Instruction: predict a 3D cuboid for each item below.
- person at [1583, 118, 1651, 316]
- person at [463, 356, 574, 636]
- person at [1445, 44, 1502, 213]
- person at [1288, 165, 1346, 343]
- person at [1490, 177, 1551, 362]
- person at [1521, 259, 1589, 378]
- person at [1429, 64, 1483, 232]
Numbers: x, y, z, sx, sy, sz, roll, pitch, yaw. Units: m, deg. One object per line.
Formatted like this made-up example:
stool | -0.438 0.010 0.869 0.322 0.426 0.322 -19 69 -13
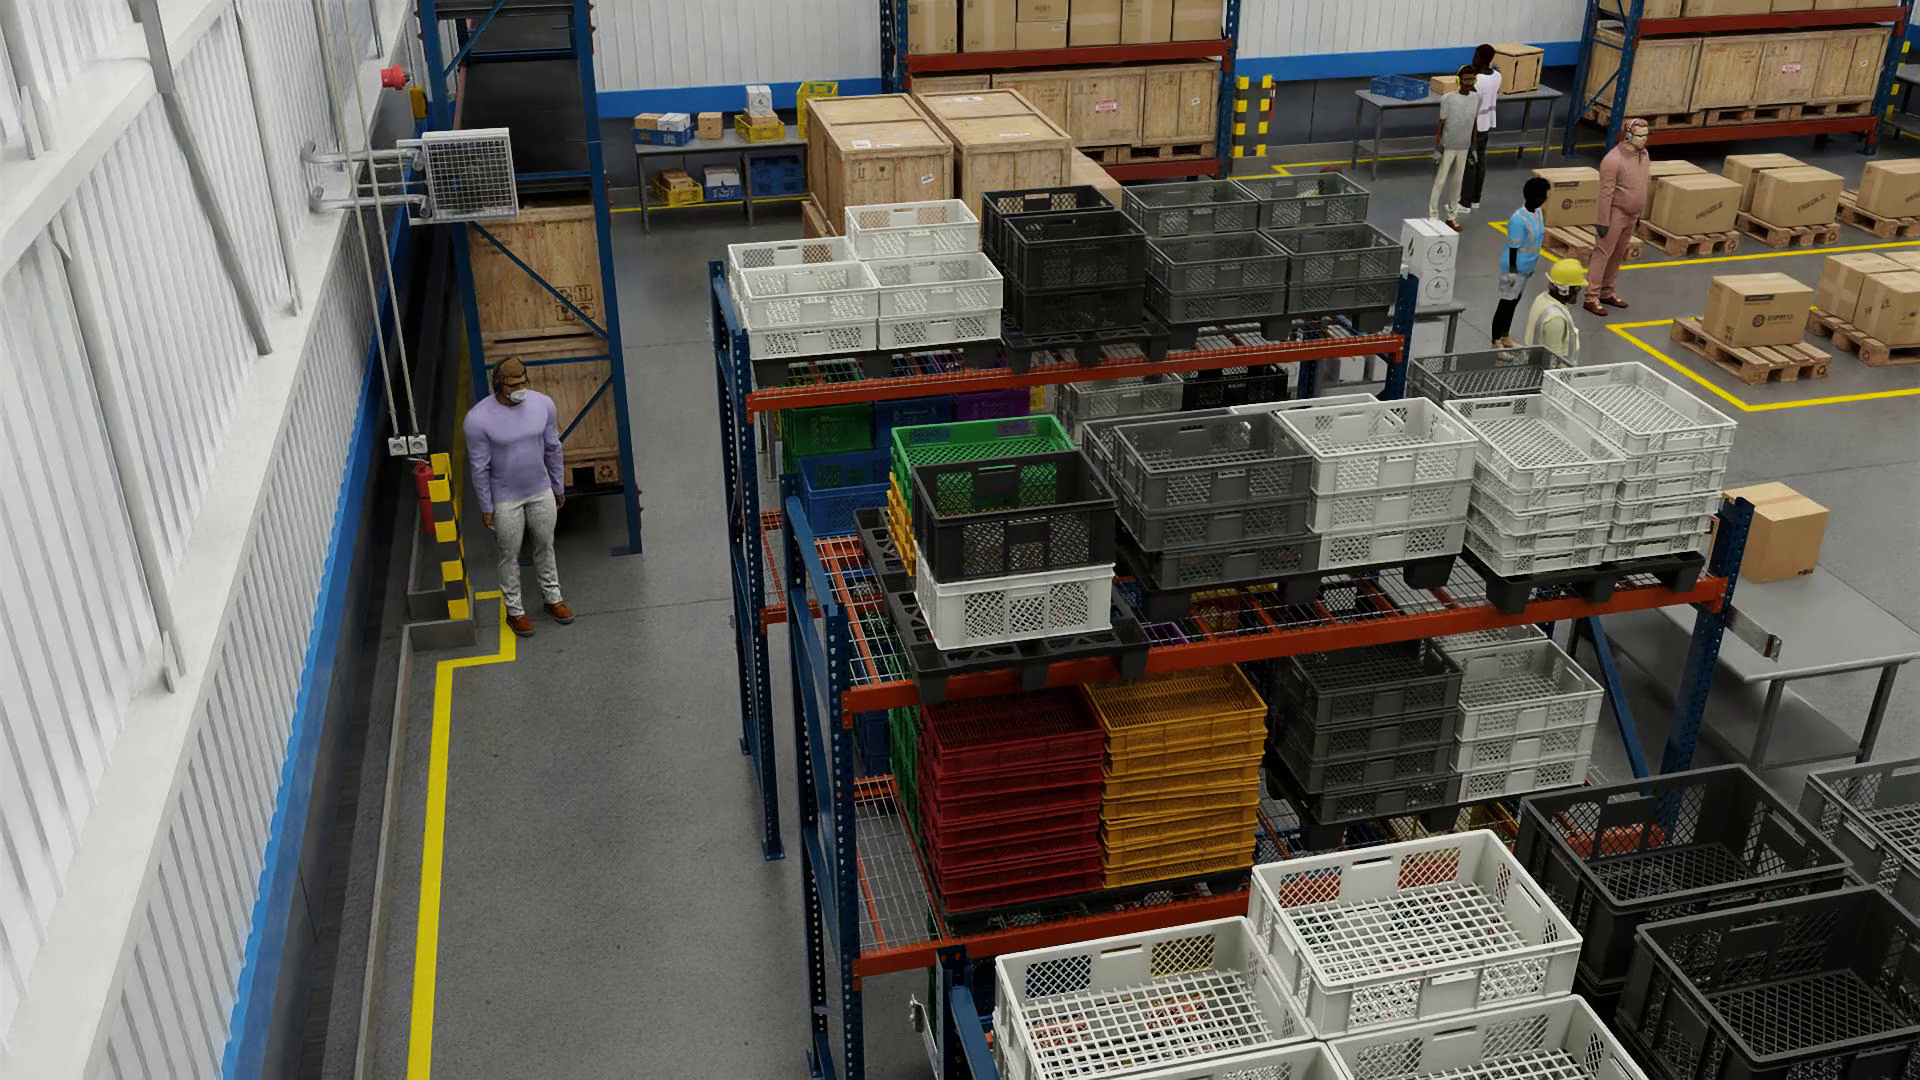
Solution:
person | 6.474 -3.171 16.292 0.641 1.908 0.407 -20 34 -33
person | -2.850 -0.299 10.821 0.625 1.933 0.374 -20 34 -34
person | 6.006 -4.780 19.334 0.390 1.918 0.591 23 36 37
person | 3.256 -2.482 15.060 0.619 1.839 0.430 5 28 9
person | 5.122 -2.494 15.233 0.321 1.692 0.530 20 34 32
person | 4.513 -1.276 12.777 0.404 1.827 0.602 4 28 7
person | 5.558 -4.374 18.612 0.521 1.873 0.328 -5 28 -9
